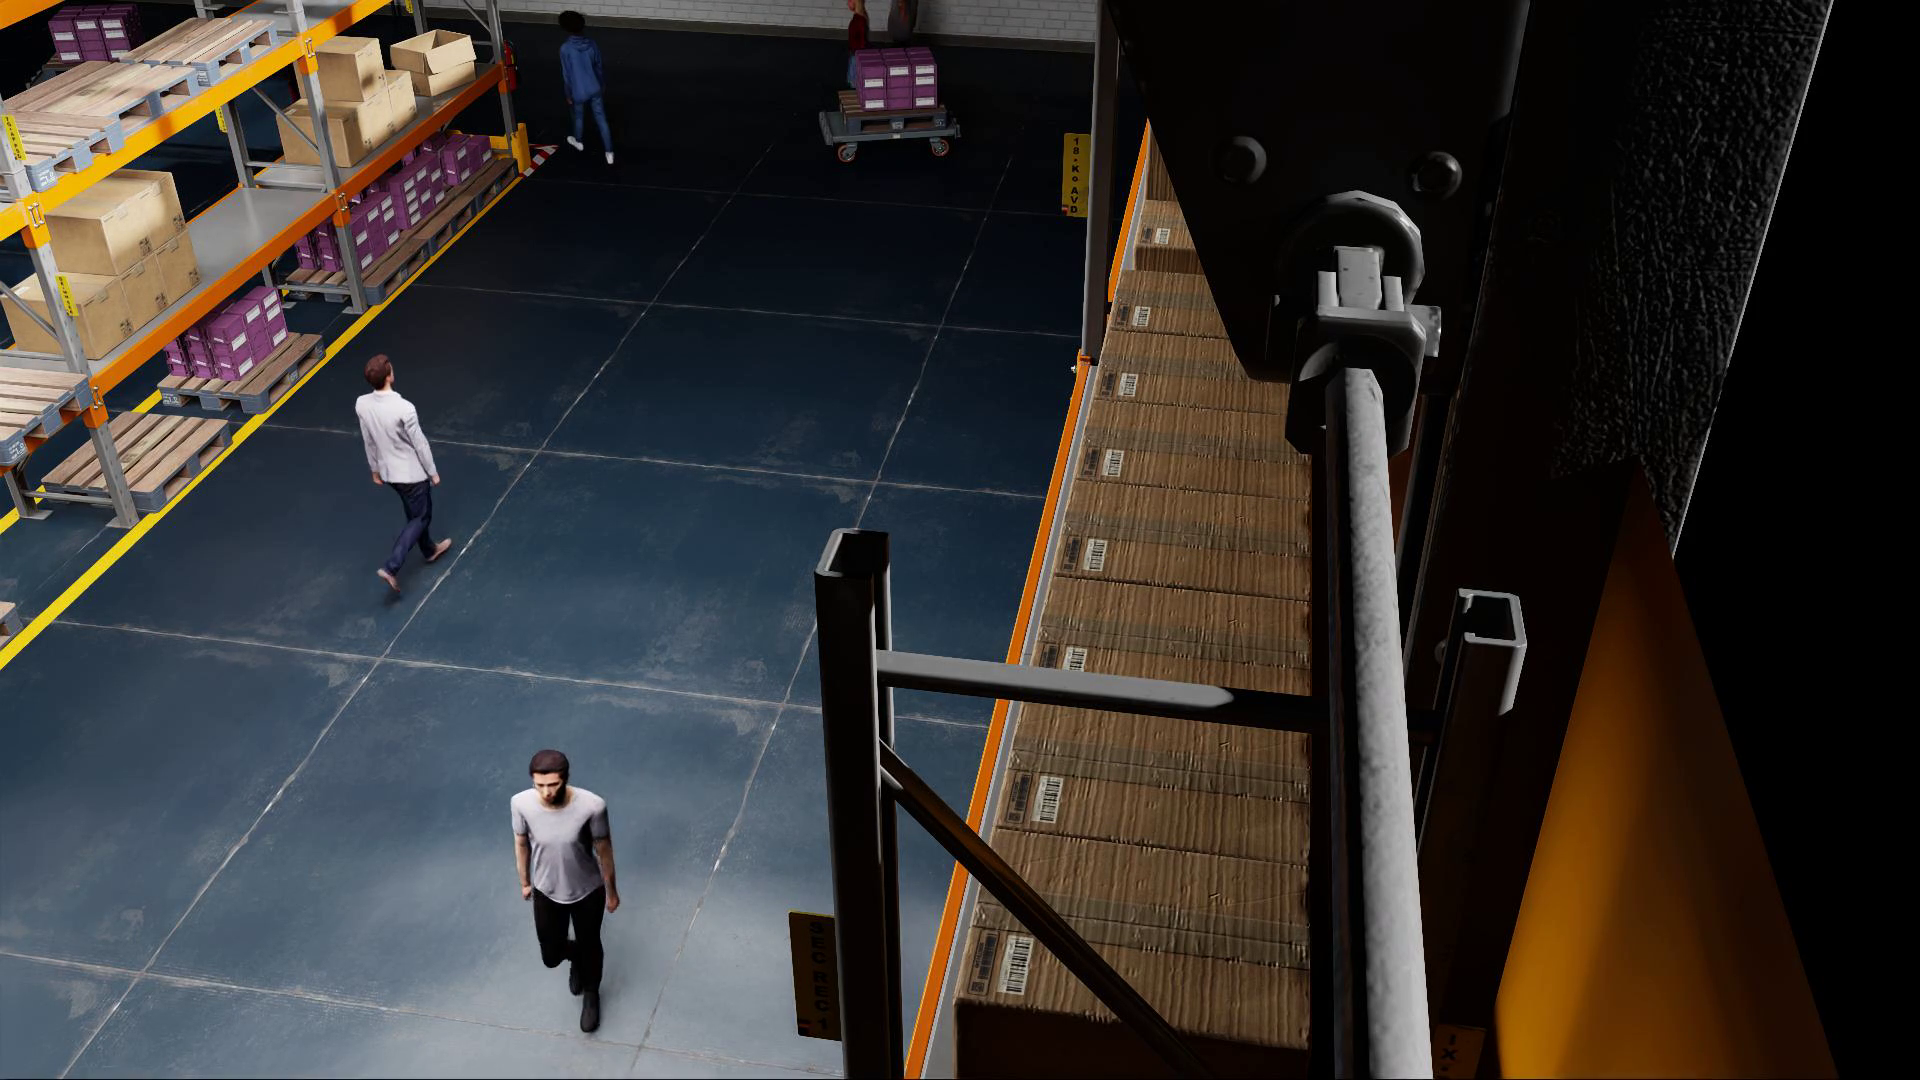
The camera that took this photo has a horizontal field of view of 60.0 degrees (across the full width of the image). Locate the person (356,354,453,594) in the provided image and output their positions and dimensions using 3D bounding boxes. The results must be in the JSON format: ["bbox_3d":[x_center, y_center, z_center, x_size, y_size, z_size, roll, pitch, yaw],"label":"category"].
[{"bbox_3d":[-4.191,-0.477,12.370,0.879,1.831,1.180,15,36,21],"label":"person"}]

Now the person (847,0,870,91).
[{"bbox_3d":[-1.196,-6.126,21.062,0.782,1.618,0.793,-4,34,-6],"label":"person"}]

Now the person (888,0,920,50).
[{"bbox_3d":[-0.790,-6.997,22.384,0.799,1.604,0.711,-7,34,-11],"label":"person"}]

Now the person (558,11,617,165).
[{"bbox_3d":[-4.406,-5.309,19.707,1.144,1.757,1.273,-16,37,-22],"label":"person"}]

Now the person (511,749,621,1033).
[{"bbox_3d":[-2.079,1.803,8.919,0.764,1.854,0.796,-1,34,-1],"label":"person"}]
